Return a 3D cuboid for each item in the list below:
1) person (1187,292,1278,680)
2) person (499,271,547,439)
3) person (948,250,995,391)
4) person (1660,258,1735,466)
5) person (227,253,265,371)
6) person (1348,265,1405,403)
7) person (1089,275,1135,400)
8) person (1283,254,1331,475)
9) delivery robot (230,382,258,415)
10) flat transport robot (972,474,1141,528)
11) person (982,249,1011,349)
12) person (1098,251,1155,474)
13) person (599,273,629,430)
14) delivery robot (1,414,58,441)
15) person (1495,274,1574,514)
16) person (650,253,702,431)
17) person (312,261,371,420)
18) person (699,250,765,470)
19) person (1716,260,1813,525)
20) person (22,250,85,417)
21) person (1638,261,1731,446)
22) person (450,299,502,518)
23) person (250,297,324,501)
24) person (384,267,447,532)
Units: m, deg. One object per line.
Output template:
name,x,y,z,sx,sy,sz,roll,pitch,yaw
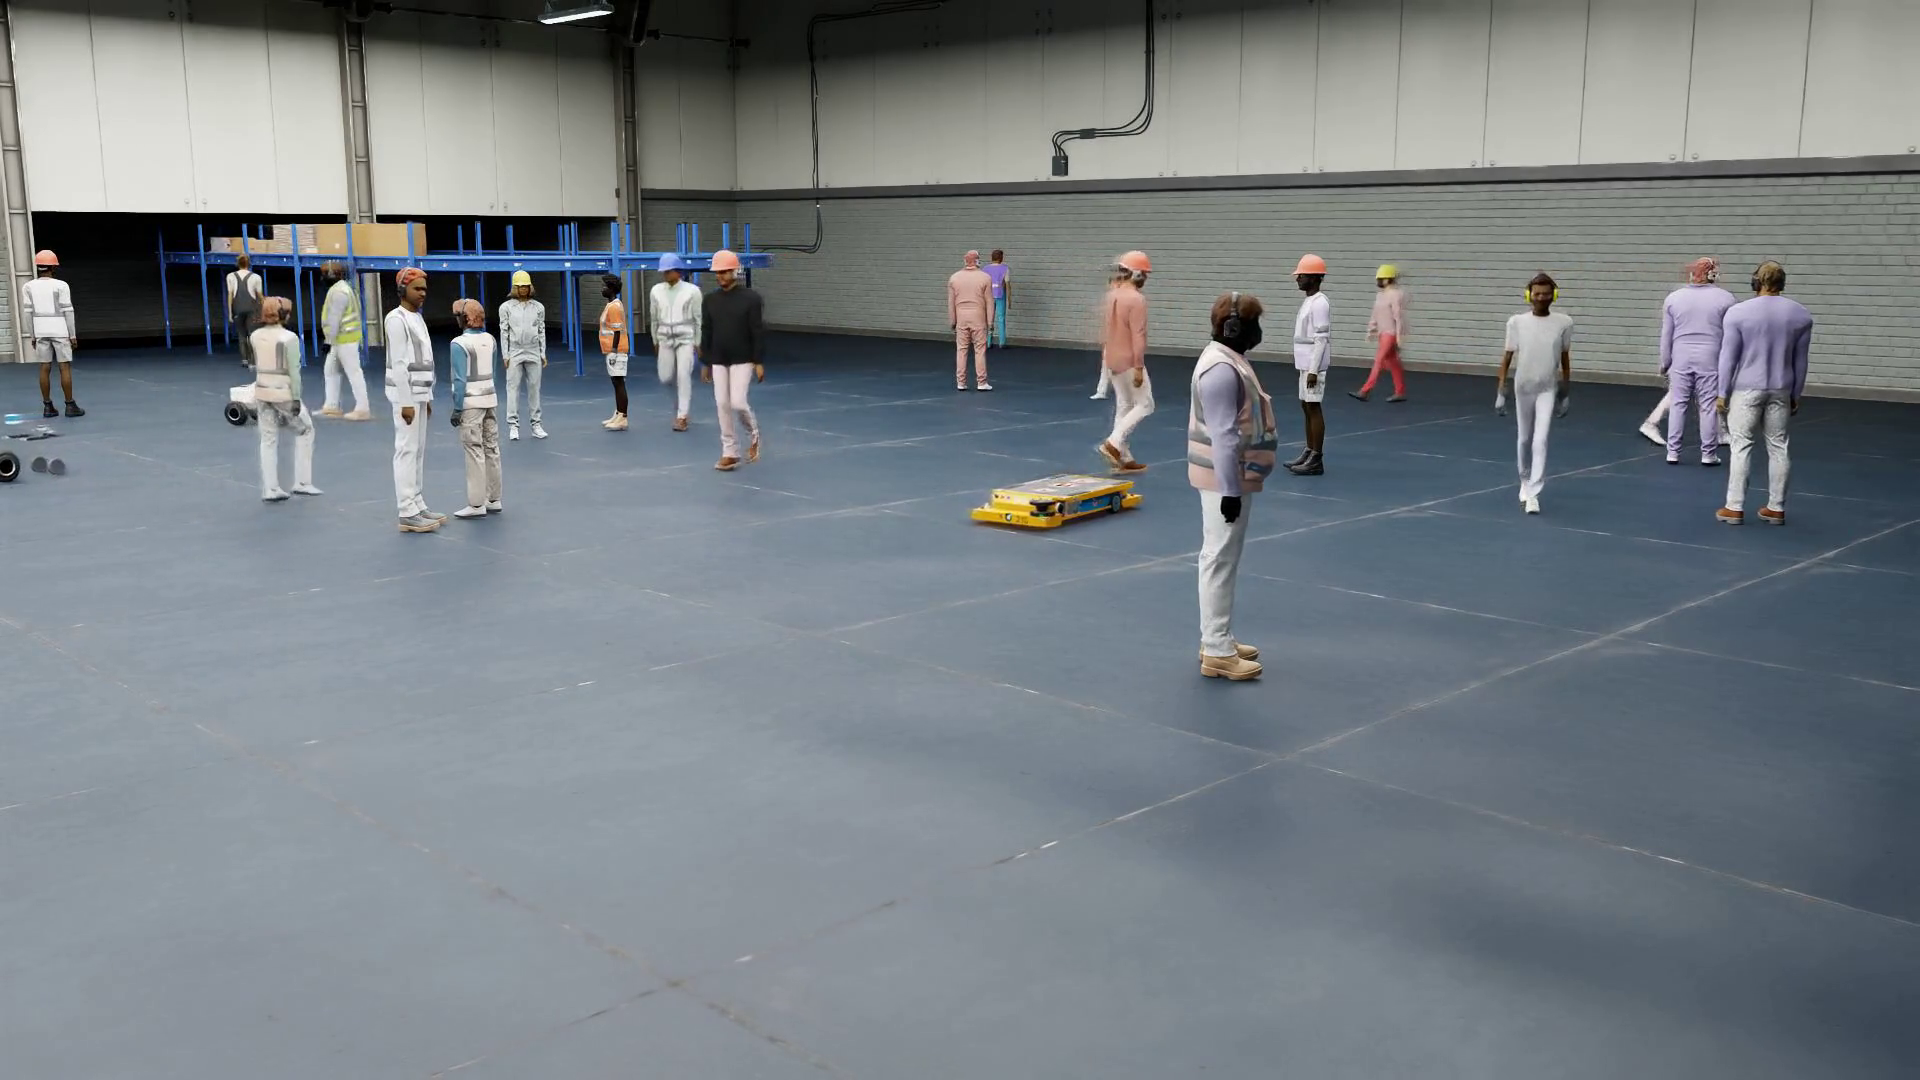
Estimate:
person,1.315,-0.273,8.063,0.429,1.843,0.628,2,11,8
person,-4.555,-1.935,17.394,0.487,1.744,0.294,-7,12,-32
person,0.174,-2.992,22.714,0.649,1.904,0.401,4,11,20
person,6.817,-1.644,15.375,0.637,1.904,0.403,7,12,32
person,-11.249,-3.606,26.277,0.534,1.822,0.641,-2,11,-13
person,5.292,-2.587,20.974,0.880,1.718,0.552,-2,11,-12
person,2.089,-2.611,21.465,0.840,1.600,0.519,-8,13,-36
person,3.107,-1.562,14.823,0.360,1.939,0.543,0,10,1
delivery robot,-7.857,-1.624,18.800,0.707,0.478,0.477,2,11,12
flat transport robot,0.758,-0.313,12.683,0.652,0.197,1.431,7,13,34
person,0.674,-4.507,31.145,0.567,1.841,0.377,5,11,25
person,1.480,-1.563,14.728,0.509,1.970,0.625,-5,11,-24
person,-3.791,-2.064,18.223,0.318,1.697,0.535,-3,11,-16
delivery robot,-8.335,-0.989,14.629,0.335,0.223,0.698,6,12,30
person,4.477,-1.164,12.981,0.538,1.826,0.980,4,11,20
person,-3.079,-2.177,18.218,0.621,1.920,0.578,2,11,9
person,-7.179,-2.277,19.064,0.773,1.809,0.646,-4,11,-20
person,-2.075,-1.618,15.020,0.641,1.974,0.446,5,11,24
person,5.913,-1.087,12.279,0.628,1.928,0.384,0,10,1
person,-10.623,-2.416,19.478,0.543,1.940,0.361,0,10,-2
person,7.404,-1.875,16.753,0.992,1.866,0.634,4,11,21
person,-3.656,-0.995,12.545,0.307,1.640,0.519,3,11,16
person,-5.416,-1.133,13.333,0.531,1.618,0.553,4,11,22
person,-3.950,-1.020,12.017,0.359,1.884,0.573,-1,10,-3
